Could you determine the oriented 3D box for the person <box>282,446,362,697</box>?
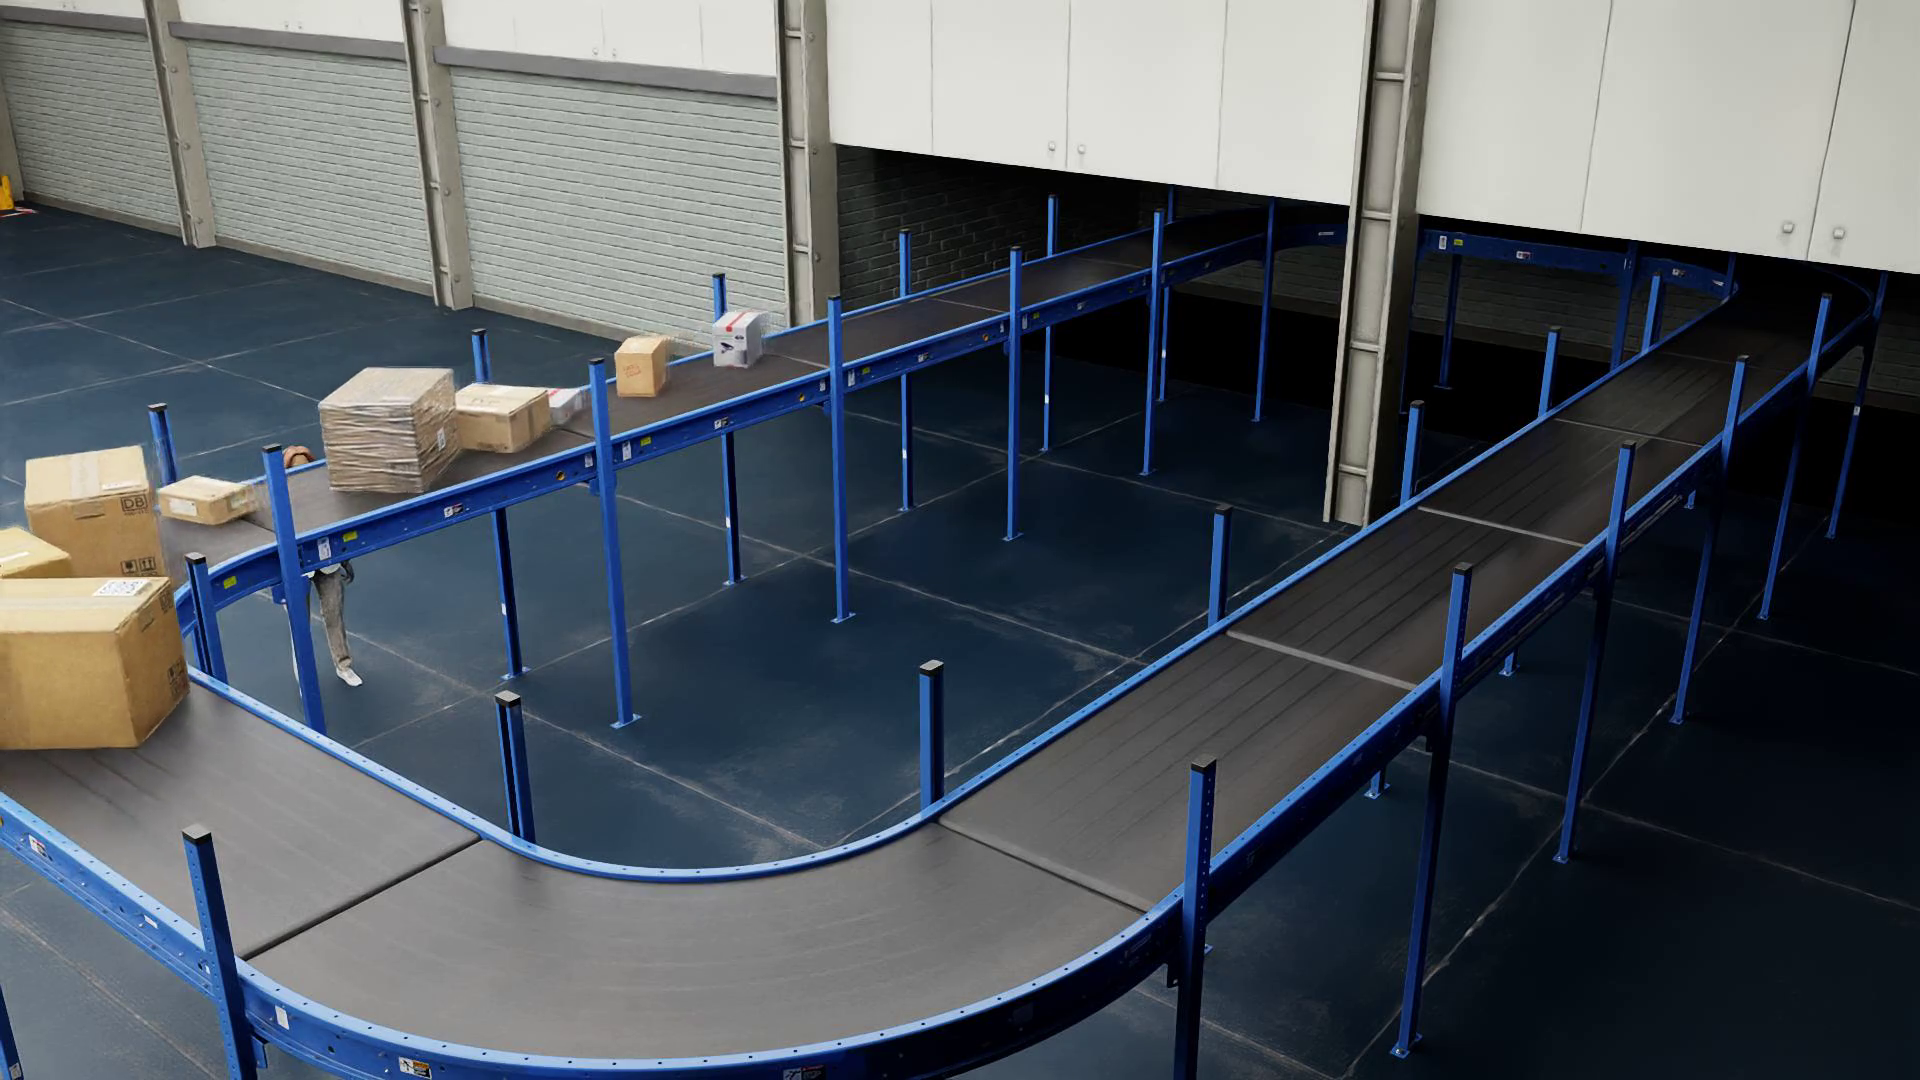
[{"bbox_3d":[-4.078,0.189,10.462,0.516,1.645,0.308,-16,27,-35],"label":"person"}]
